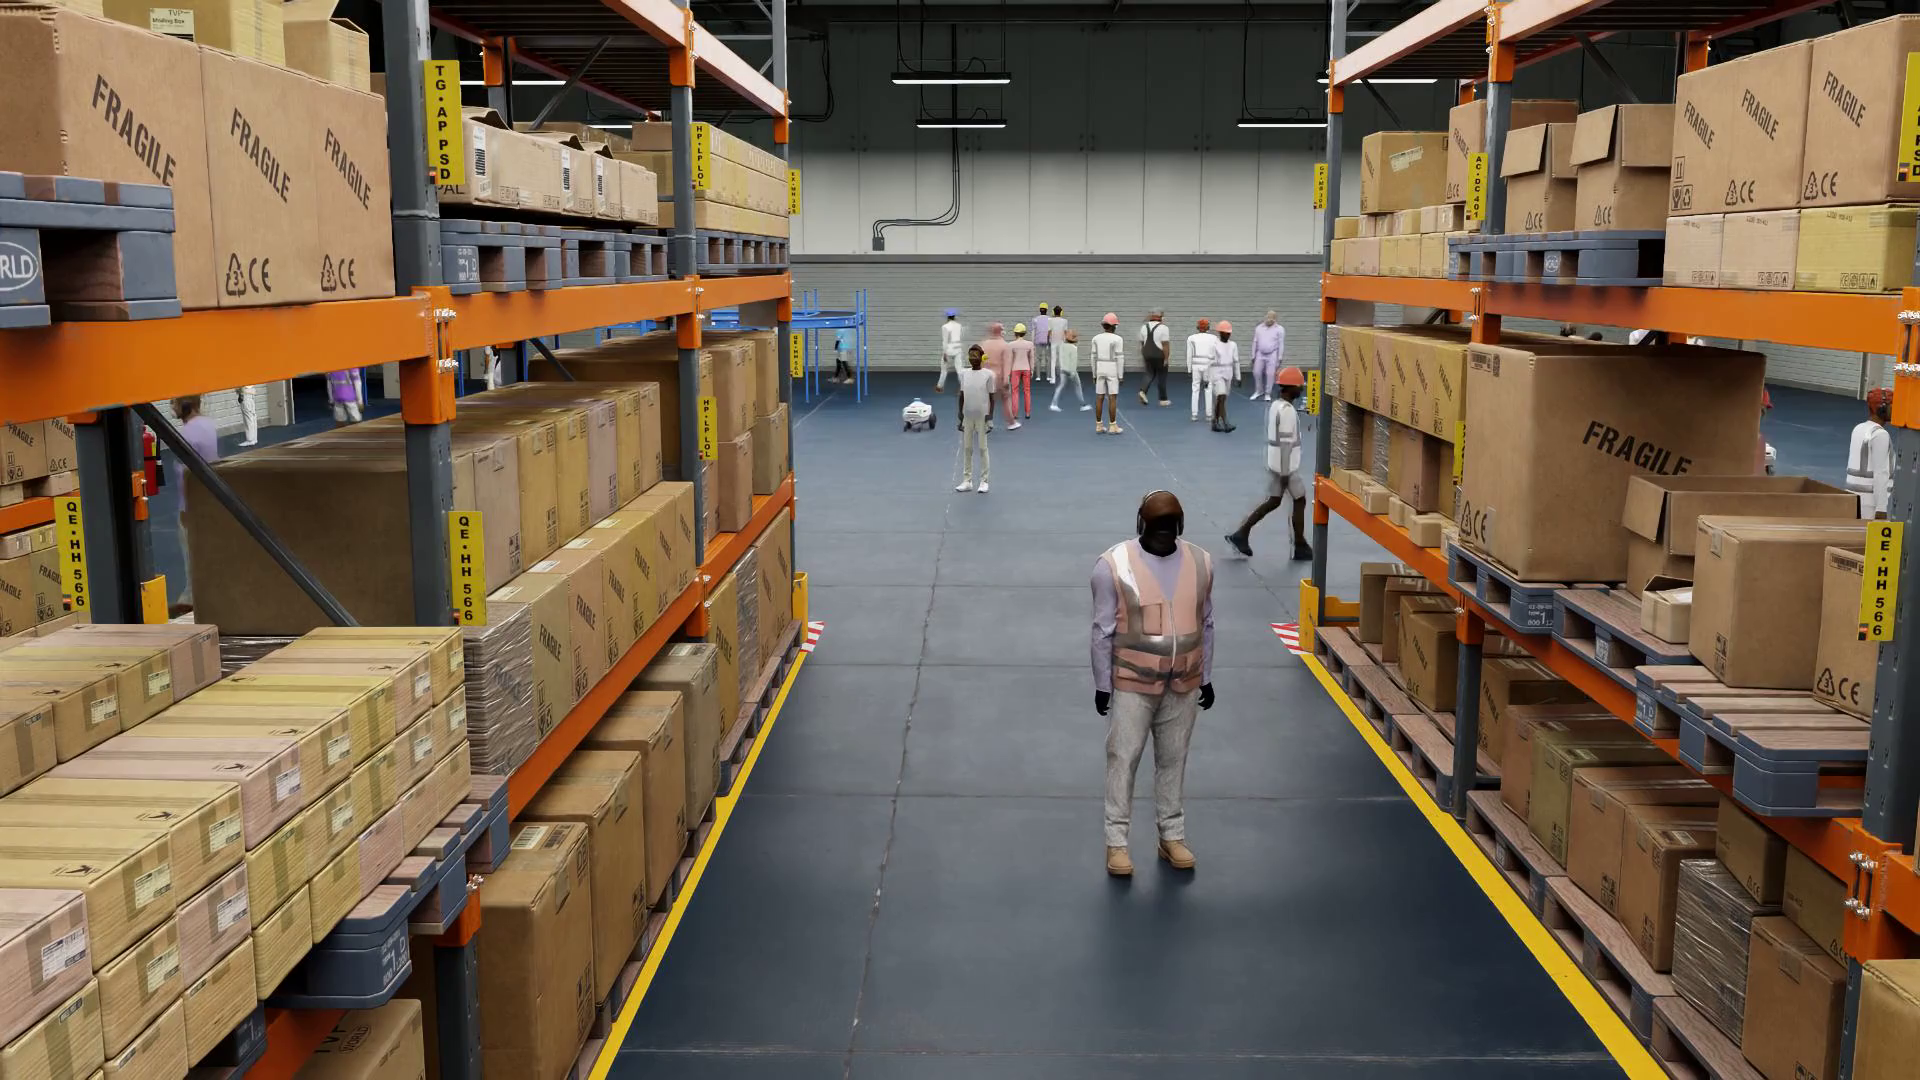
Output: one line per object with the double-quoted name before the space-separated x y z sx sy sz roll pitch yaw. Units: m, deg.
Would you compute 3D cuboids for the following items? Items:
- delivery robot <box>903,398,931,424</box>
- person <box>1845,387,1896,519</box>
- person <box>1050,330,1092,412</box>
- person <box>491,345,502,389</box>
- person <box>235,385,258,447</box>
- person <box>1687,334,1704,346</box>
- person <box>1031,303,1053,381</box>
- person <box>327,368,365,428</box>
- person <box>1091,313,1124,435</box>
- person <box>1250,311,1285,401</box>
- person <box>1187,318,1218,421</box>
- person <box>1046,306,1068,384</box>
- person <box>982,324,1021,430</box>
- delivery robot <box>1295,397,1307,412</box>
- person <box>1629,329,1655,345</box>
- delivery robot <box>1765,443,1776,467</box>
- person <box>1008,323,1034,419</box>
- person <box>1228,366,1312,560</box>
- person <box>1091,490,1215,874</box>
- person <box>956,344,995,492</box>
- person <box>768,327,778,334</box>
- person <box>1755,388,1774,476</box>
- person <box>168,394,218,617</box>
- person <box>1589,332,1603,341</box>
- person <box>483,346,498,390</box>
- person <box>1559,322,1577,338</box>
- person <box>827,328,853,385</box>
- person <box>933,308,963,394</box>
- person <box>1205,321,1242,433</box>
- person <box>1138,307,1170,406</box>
"delivery robot" -0.740 -2.230 28.989 0.477 0.478 0.707 2 10 14
"person" 7.466 -0.309 13.666 0.337 1.882 0.584 1 10 8
"person" 2.149 -3.304 32.498 0.889 1.585 0.505 -5 11 -29
"person" -6.336 -1.927 23.251 0.379 1.917 0.591 -5 11 -26
"person" -11.331 -2.308 26.372 0.306 1.640 0.522 -2 10 -10
"person" 13.656 -3.188 31.151 0.523 1.810 0.924 8 12 39
"person" 2.045 -4.859 40.822 0.585 1.917 0.381 1 10 8
"person" -8.865 -2.031 23.935 0.661 1.911 0.335 4 10 21
"person" 2.525 -2.829 28.284 0.610 2.043 0.397 7 12 37
"person" 6.478 -3.865 34.997 0.699 1.883 0.499 5 11 29
"person" 4.467 -3.140 30.629 0.576 1.882 0.355 2 10 13
"person" 2.338 -4.700 40.008 0.523 1.870 0.317 0 9 0
"person" 0.660 -2.791 28.624 0.664 1.852 0.986 8 12 39
"delivery robot" 6.060 -2.383 29.122 0.335 0.223 0.698 4 10 22
"person" 13.920 -3.687 34.062 0.597 1.828 0.403 -2 10 -13
"delivery robot" 10.924 -1.197 22.805 0.477 0.478 0.707 2 10 12
"person" 1.122 -3.150 31.026 0.533 1.772 0.298 -3 10 -15
"person" 3.113 -0.753 16.273 0.890 1.908 0.552 -1 10 -6
"person" 0.931 0.672 7.924 0.633 1.839 0.429 -3 10 -16
"person" 0.191 -1.551 21.135 0.510 1.877 0.328 4 10 24
"person" -3.540 -3.374 31.859 0.359 1.938 0.632 -1 10 -7
"person" 6.019 -0.247 13.071 0.812 1.963 0.618 0 9 3
"person" -6.168 -0.315 13.605 0.764 1.922 0.639 -2 10 -12
"person" 11.272 -2.876 29.666 0.536 1.670 0.719 6 11 31
"person" -8.440 -3.013 29.943 0.322 1.865 0.516 1 10 8
"person" 11.123 -3.086 30.485 0.434 1.828 0.625 5 11 27
"person" -2.913 -4.546 39.683 0.796 1.656 0.545 2 10 13
"person" -0.181 -4.161 36.725 0.639 1.893 1.018 -8 12 -40
"person" 4.544 -2.777 28.414 0.565 1.888 0.953 -5 11 -25
"person" 3.970 -3.734 33.837 0.699 2.000 0.742 9 13 44
